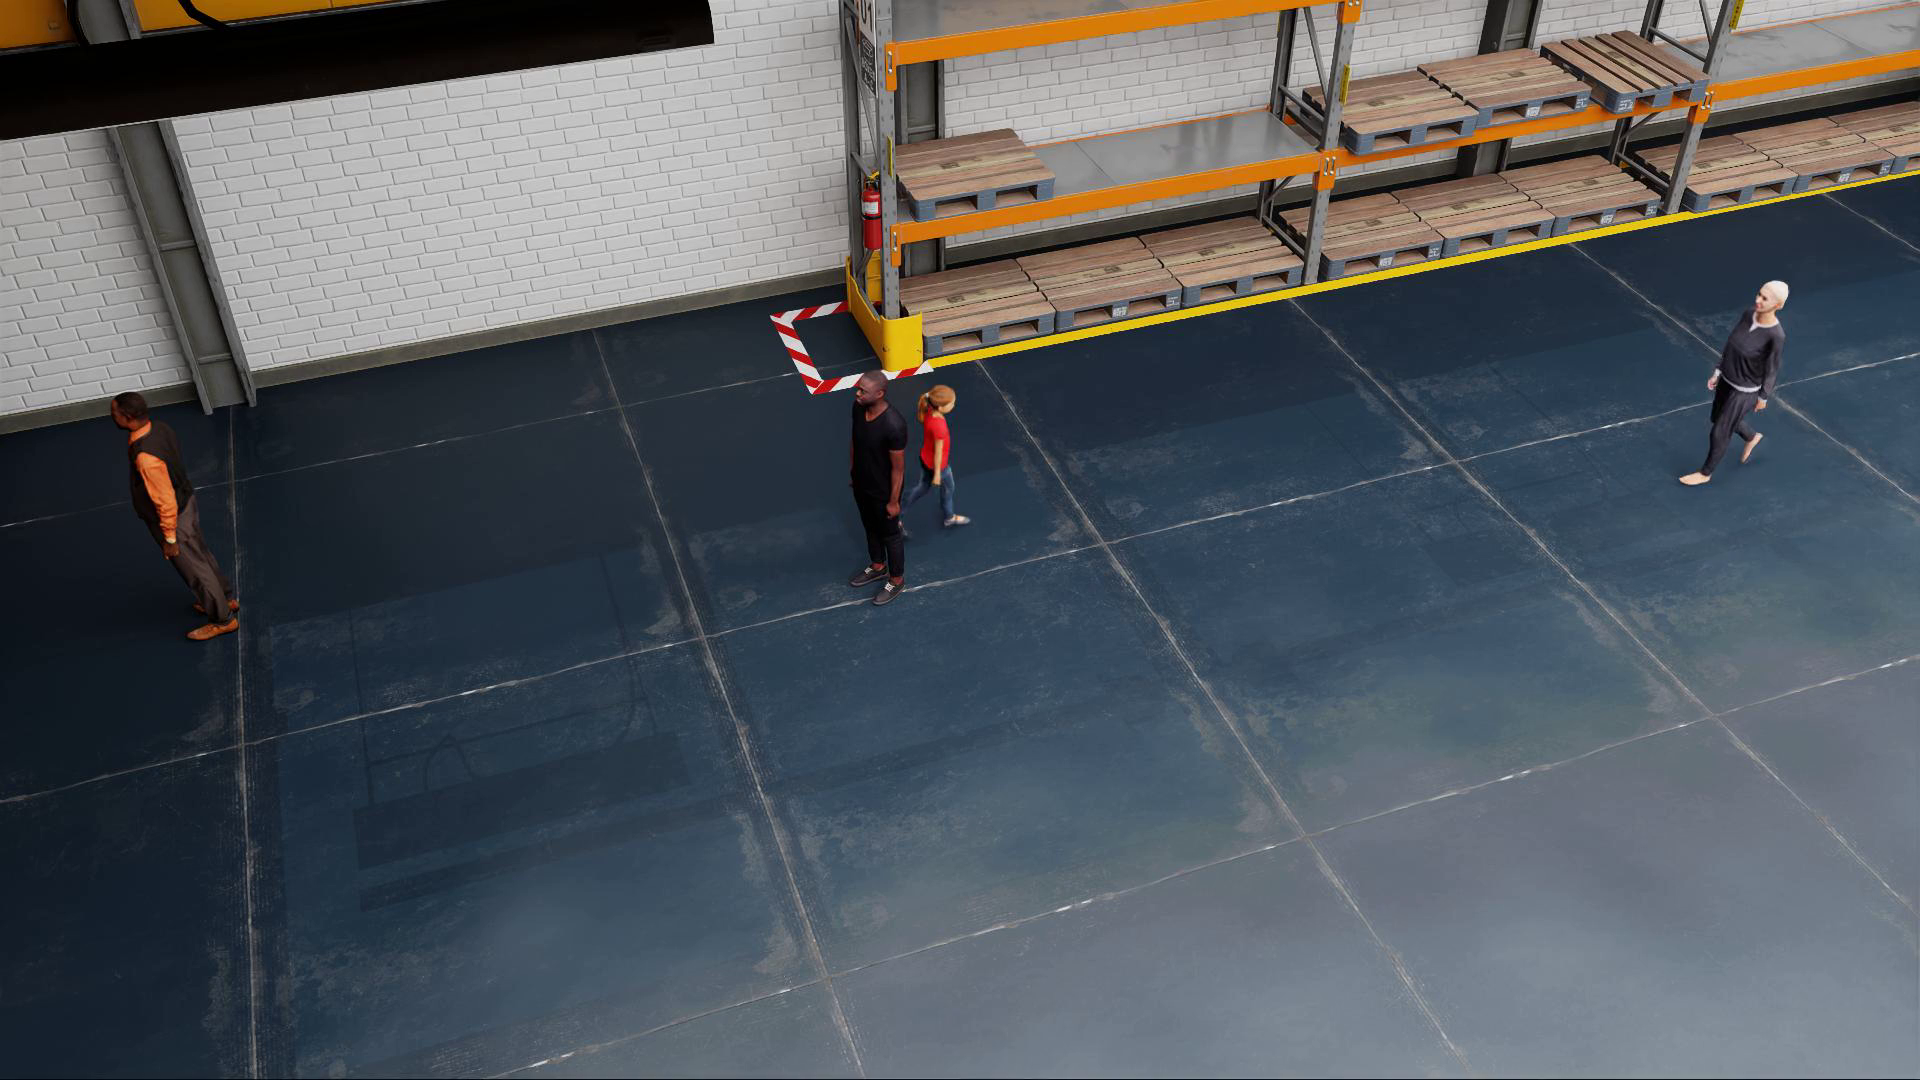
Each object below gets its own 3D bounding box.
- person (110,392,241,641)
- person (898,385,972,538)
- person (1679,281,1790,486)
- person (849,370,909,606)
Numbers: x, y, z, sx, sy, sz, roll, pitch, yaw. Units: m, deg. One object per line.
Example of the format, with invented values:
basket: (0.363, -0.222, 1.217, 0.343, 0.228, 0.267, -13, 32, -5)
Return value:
person: (-5.150, -0.163, 10.919, 0.630, 1.906, 0.715, -9, 40, -11)
person: (-0.248, -0.542, 11.897, 0.852, 1.278, 0.484, -15, 41, -18)
person: (5.875, -1.184, 12.359, 0.972, 1.705, 0.681, -8, 39, -10)
person: (-0.549, -0.375, 11.255, 0.675, 1.819, 0.732, -27, 46, -30)
